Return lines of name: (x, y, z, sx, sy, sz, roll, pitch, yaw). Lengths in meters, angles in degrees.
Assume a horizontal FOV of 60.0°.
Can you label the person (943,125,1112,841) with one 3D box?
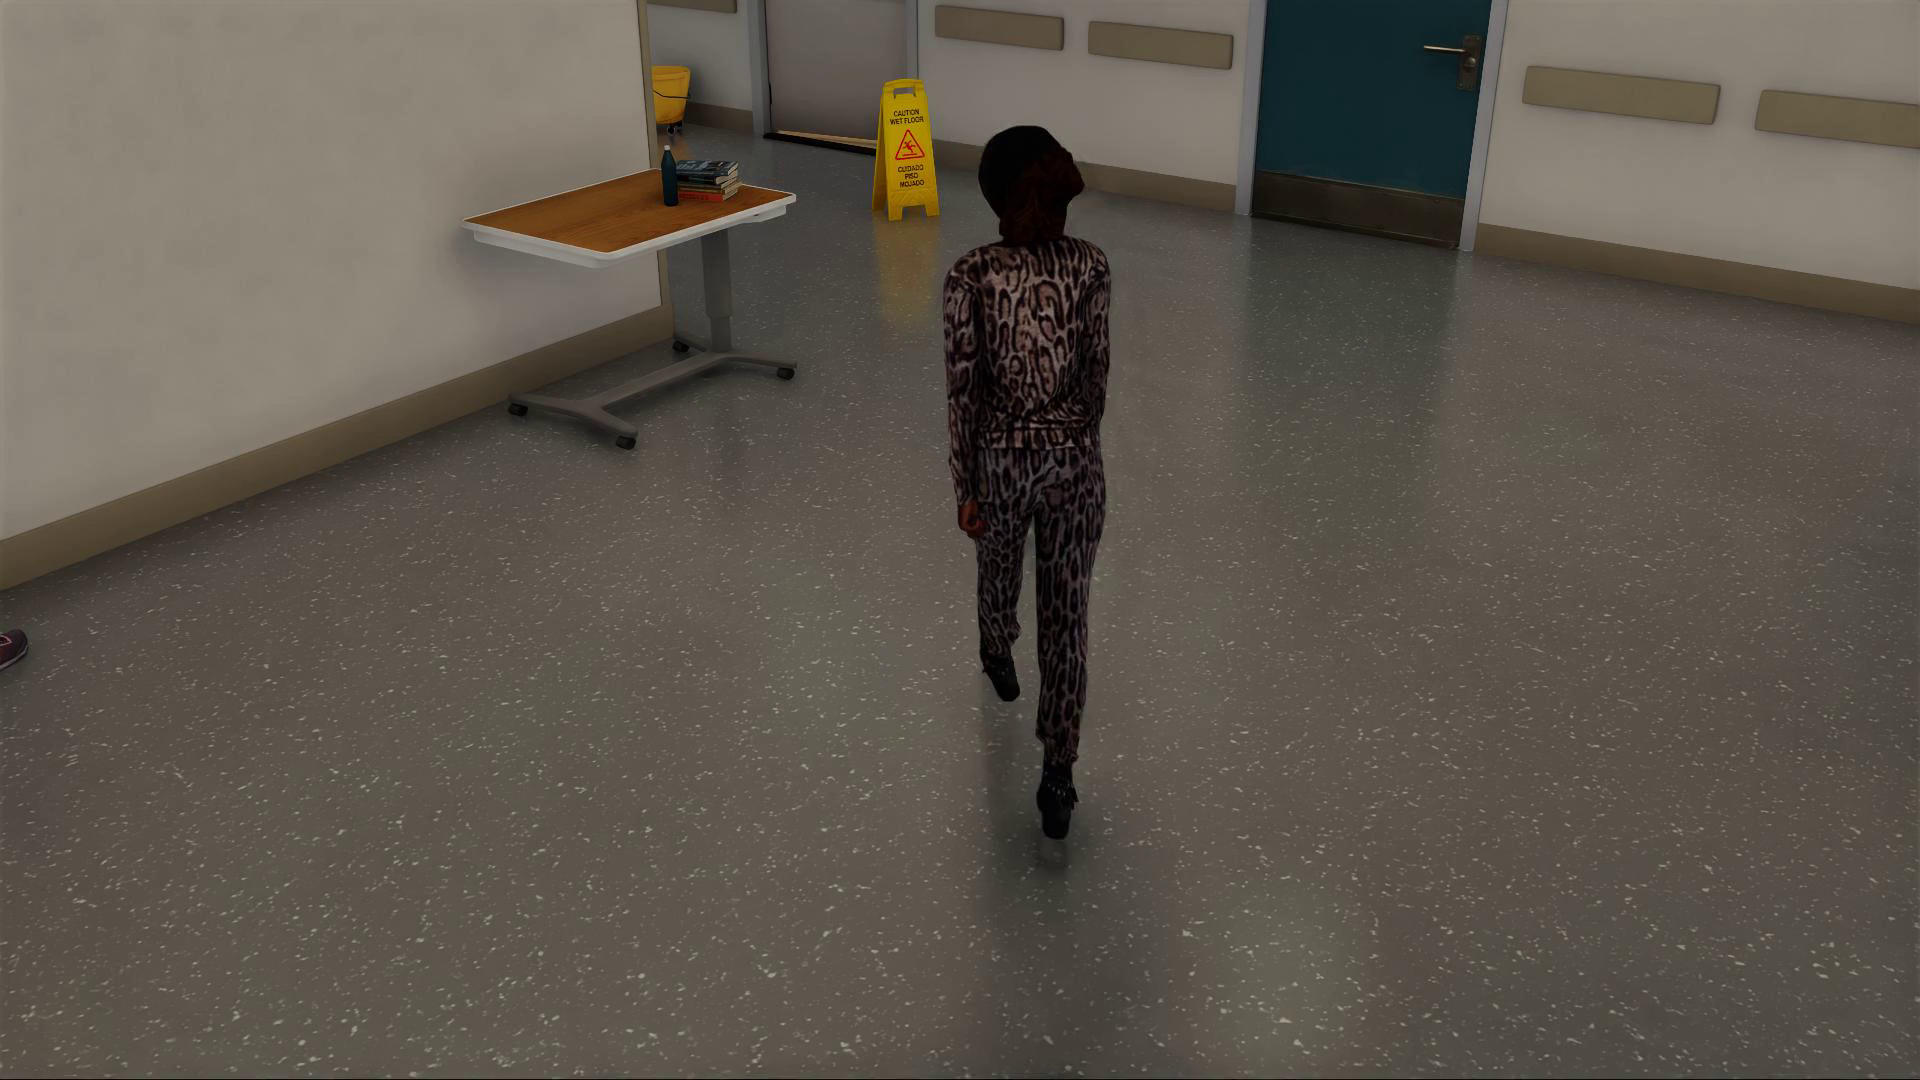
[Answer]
person: (0.195, -0.087, 3.991, 1.134, 1.659, 1.141, -2, 26, -5)
